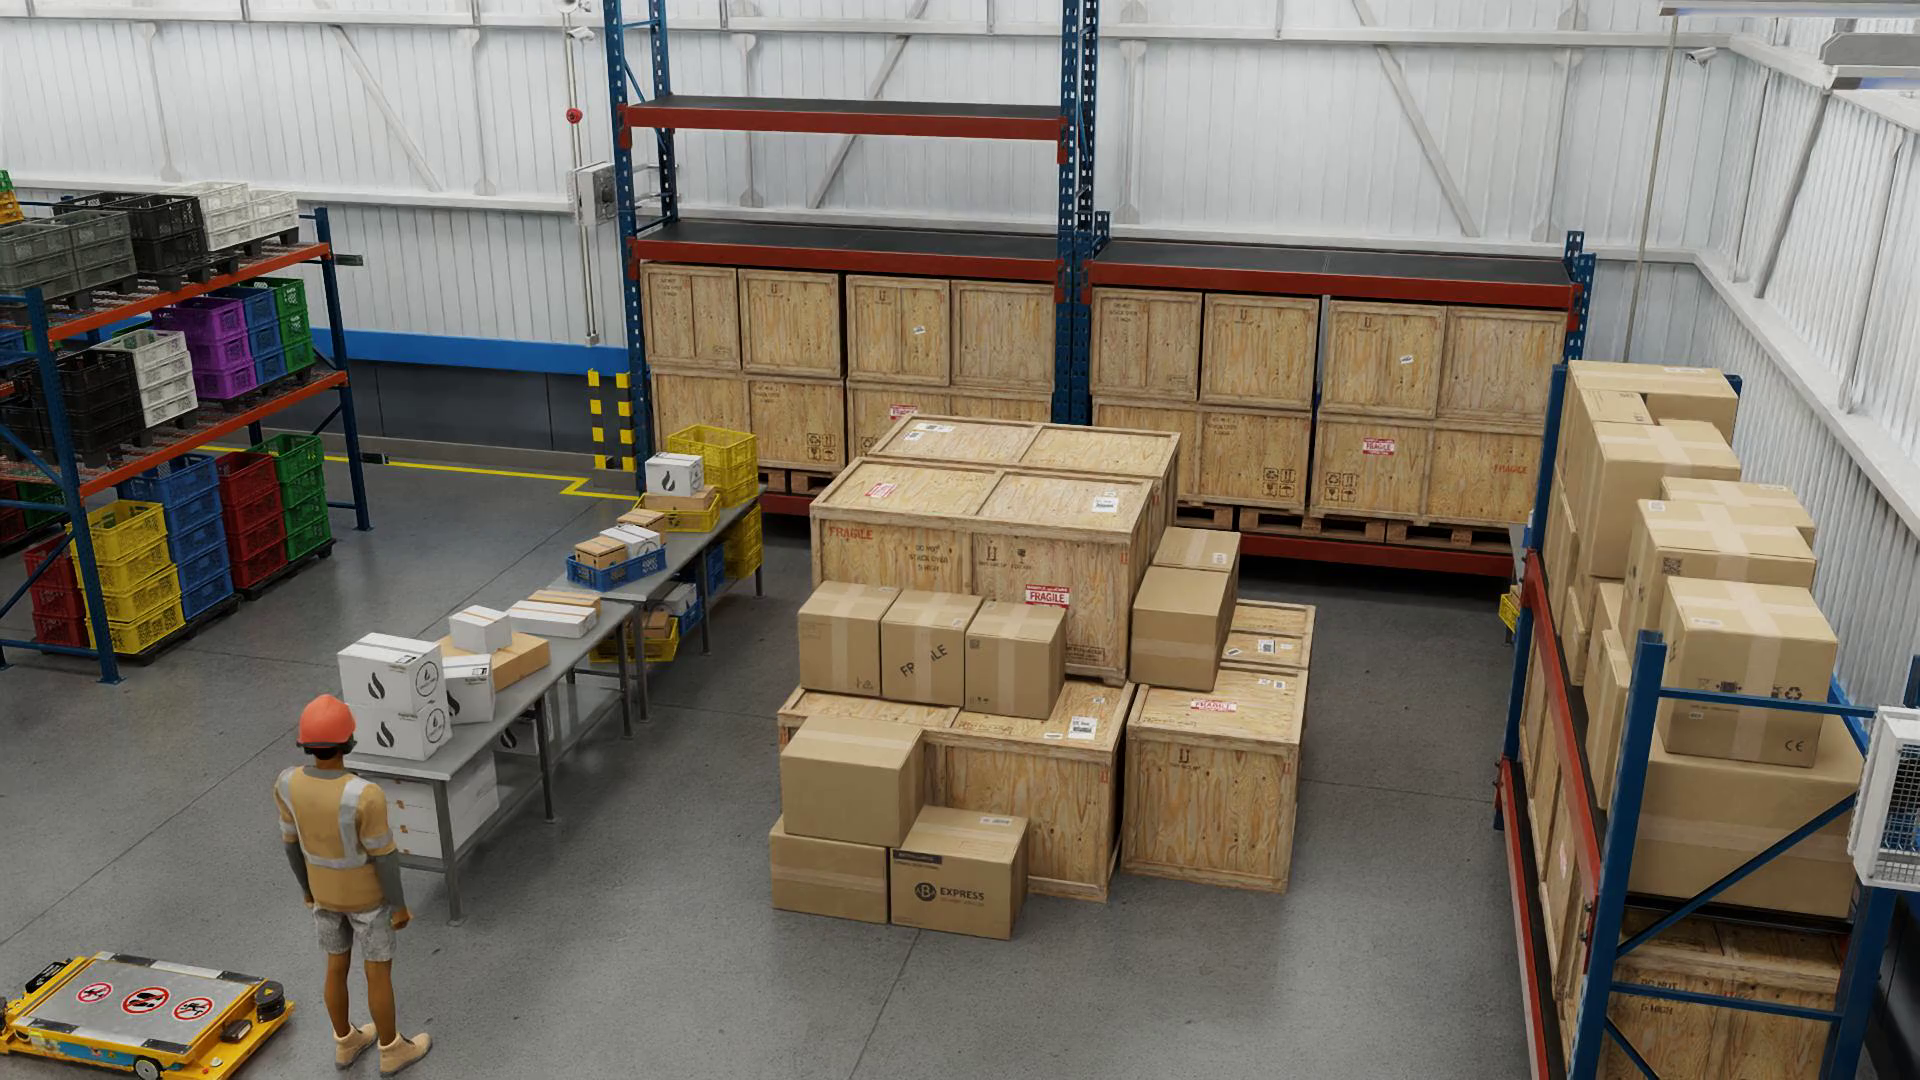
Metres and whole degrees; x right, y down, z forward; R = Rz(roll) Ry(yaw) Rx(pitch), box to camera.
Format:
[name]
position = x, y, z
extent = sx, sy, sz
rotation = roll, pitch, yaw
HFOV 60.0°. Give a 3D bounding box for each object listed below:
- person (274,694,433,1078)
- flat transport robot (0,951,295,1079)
[person]
position = -2.967, 1.695, 8.123
extent = 0.612, 2.047, 0.360
rotation = 7, 22, 17
[flat transport robot]
position = -4.270, 2.464, 8.601
extent = 1.431, 0.231, 0.659
rotation = 5, 22, 13
